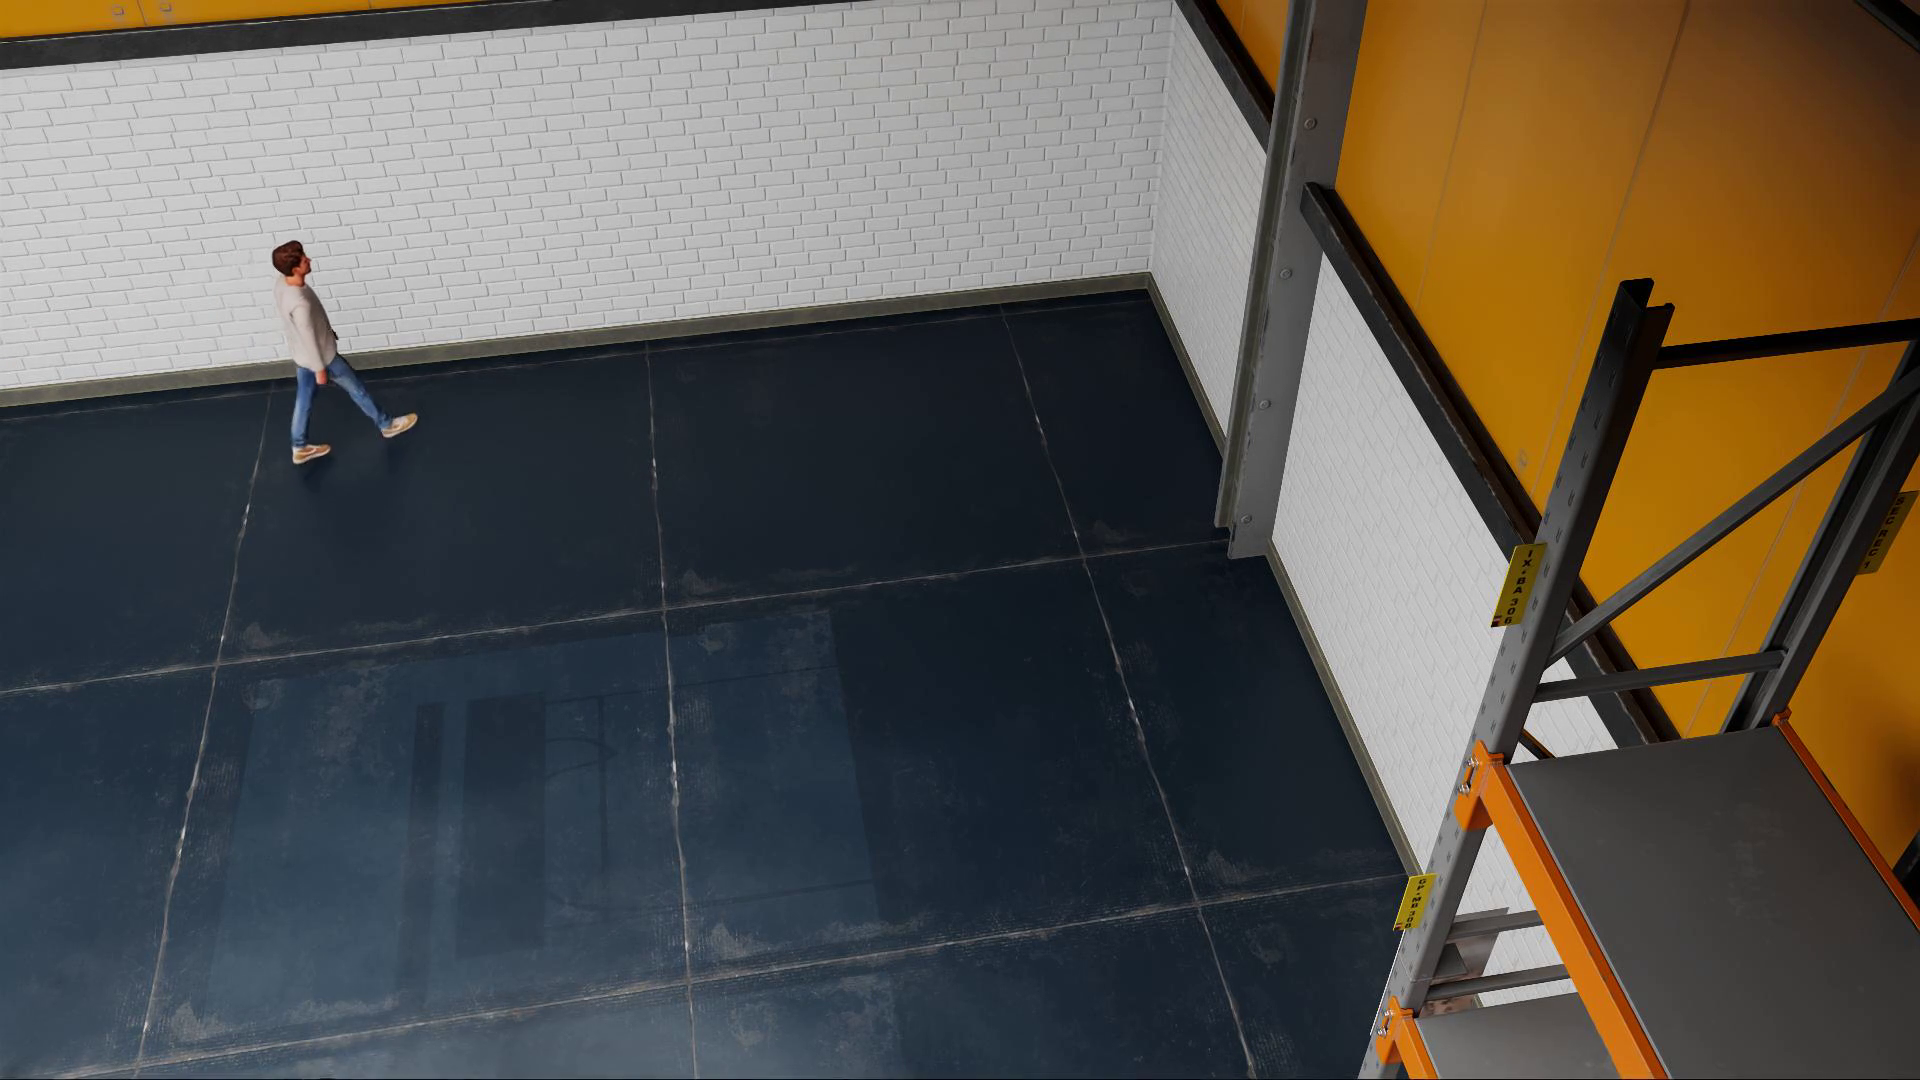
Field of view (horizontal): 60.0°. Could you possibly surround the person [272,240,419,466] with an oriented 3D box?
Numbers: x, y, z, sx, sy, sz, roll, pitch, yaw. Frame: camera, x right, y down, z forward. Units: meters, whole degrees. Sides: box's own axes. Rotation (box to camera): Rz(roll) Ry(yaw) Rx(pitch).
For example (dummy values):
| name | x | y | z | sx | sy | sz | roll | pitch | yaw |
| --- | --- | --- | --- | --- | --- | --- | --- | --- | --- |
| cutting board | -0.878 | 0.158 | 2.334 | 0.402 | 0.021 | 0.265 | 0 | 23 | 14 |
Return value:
| name | x | y | z | sx | sy | sz | roll | pitch | yaw |
| --- | --- | --- | --- | --- | --- | --- | --- | --- | --- |
| person | -4.791 | -1.320 | 12.156 | 1.089 | 1.851 | 1.236 | -26 | 49 | -25 |
